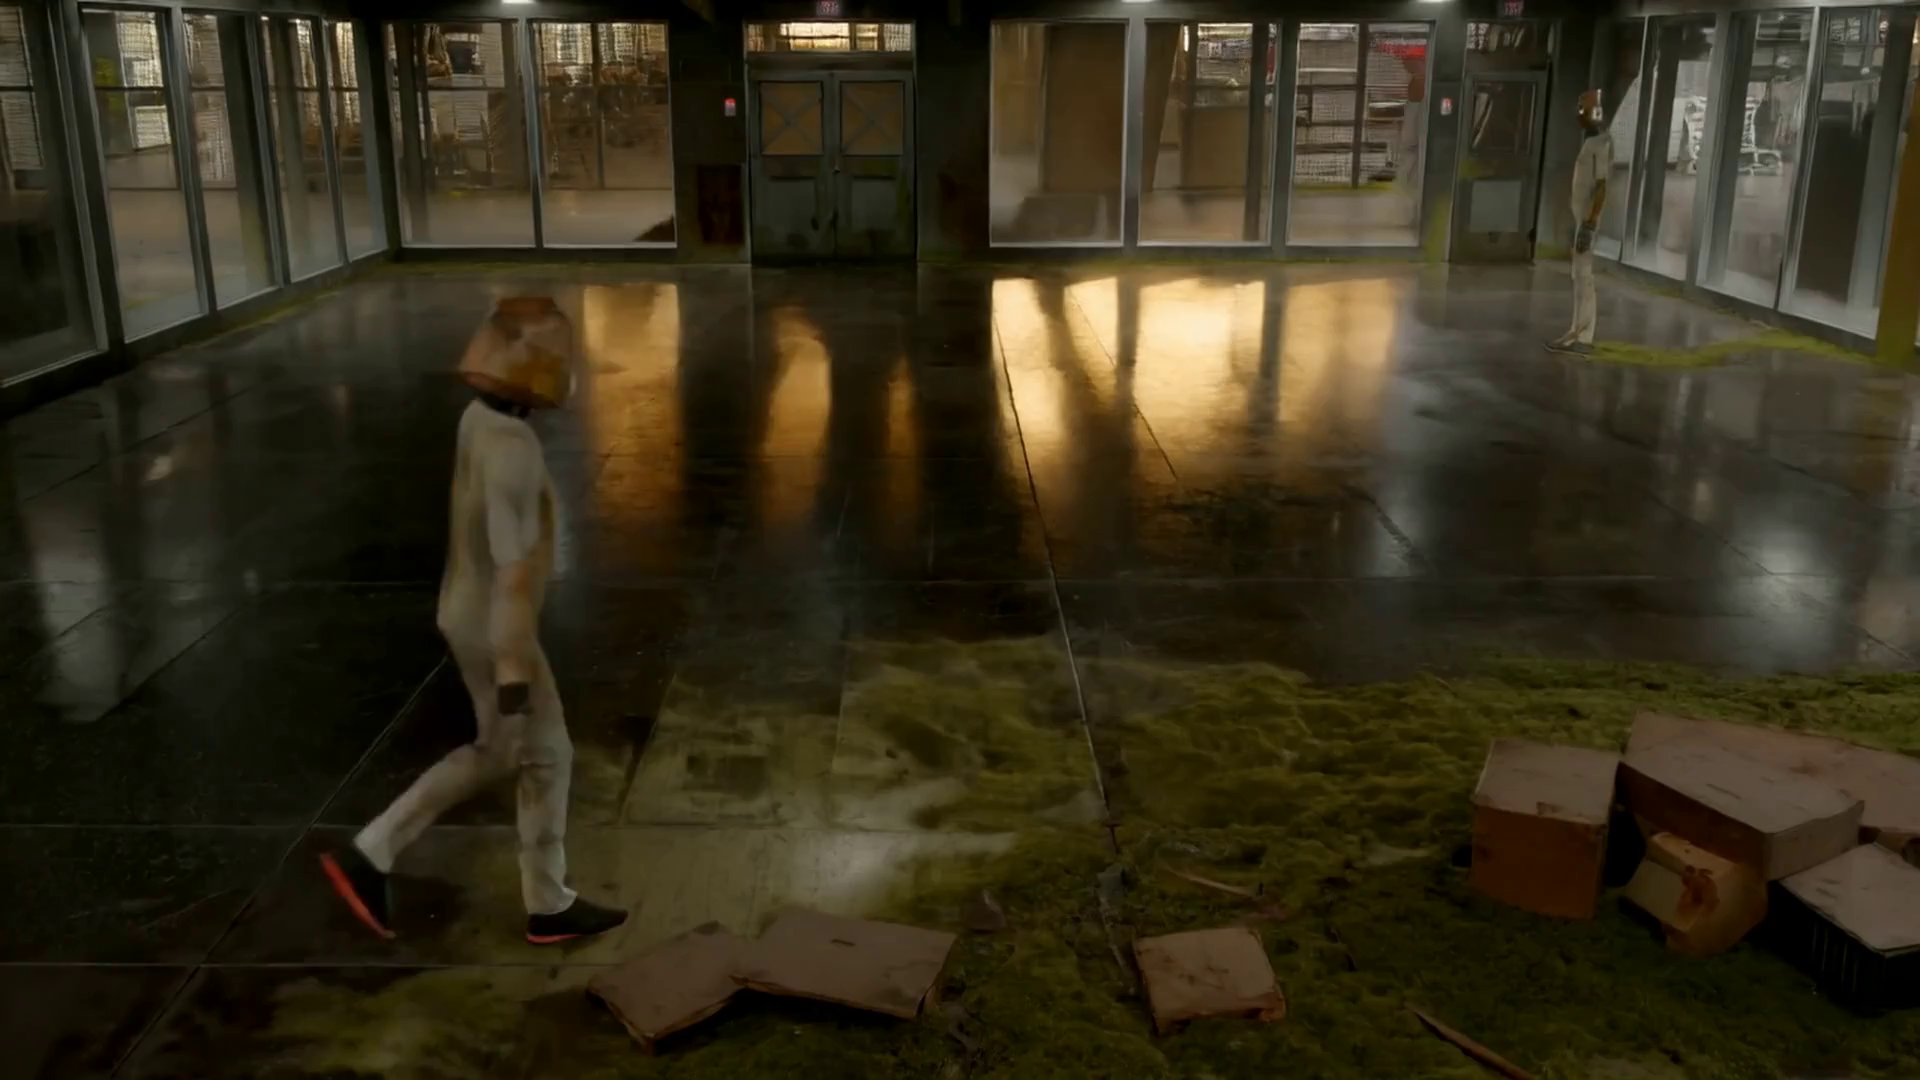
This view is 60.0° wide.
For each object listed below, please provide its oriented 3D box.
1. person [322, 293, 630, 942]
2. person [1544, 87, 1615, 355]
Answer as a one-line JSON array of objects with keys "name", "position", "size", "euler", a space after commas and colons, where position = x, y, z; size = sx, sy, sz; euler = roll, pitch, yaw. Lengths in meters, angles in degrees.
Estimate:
[{"name": "person", "position": [-1.161, 0.229, 3.871], "size": [0.610, 1.605, 0.507], "euler": [-7, 18, -23]}, {"name": "person", "position": [4.434, -2.248, 11.824], "size": [0.328, 1.872, 0.513], "euler": [3, 17, 11]}]
